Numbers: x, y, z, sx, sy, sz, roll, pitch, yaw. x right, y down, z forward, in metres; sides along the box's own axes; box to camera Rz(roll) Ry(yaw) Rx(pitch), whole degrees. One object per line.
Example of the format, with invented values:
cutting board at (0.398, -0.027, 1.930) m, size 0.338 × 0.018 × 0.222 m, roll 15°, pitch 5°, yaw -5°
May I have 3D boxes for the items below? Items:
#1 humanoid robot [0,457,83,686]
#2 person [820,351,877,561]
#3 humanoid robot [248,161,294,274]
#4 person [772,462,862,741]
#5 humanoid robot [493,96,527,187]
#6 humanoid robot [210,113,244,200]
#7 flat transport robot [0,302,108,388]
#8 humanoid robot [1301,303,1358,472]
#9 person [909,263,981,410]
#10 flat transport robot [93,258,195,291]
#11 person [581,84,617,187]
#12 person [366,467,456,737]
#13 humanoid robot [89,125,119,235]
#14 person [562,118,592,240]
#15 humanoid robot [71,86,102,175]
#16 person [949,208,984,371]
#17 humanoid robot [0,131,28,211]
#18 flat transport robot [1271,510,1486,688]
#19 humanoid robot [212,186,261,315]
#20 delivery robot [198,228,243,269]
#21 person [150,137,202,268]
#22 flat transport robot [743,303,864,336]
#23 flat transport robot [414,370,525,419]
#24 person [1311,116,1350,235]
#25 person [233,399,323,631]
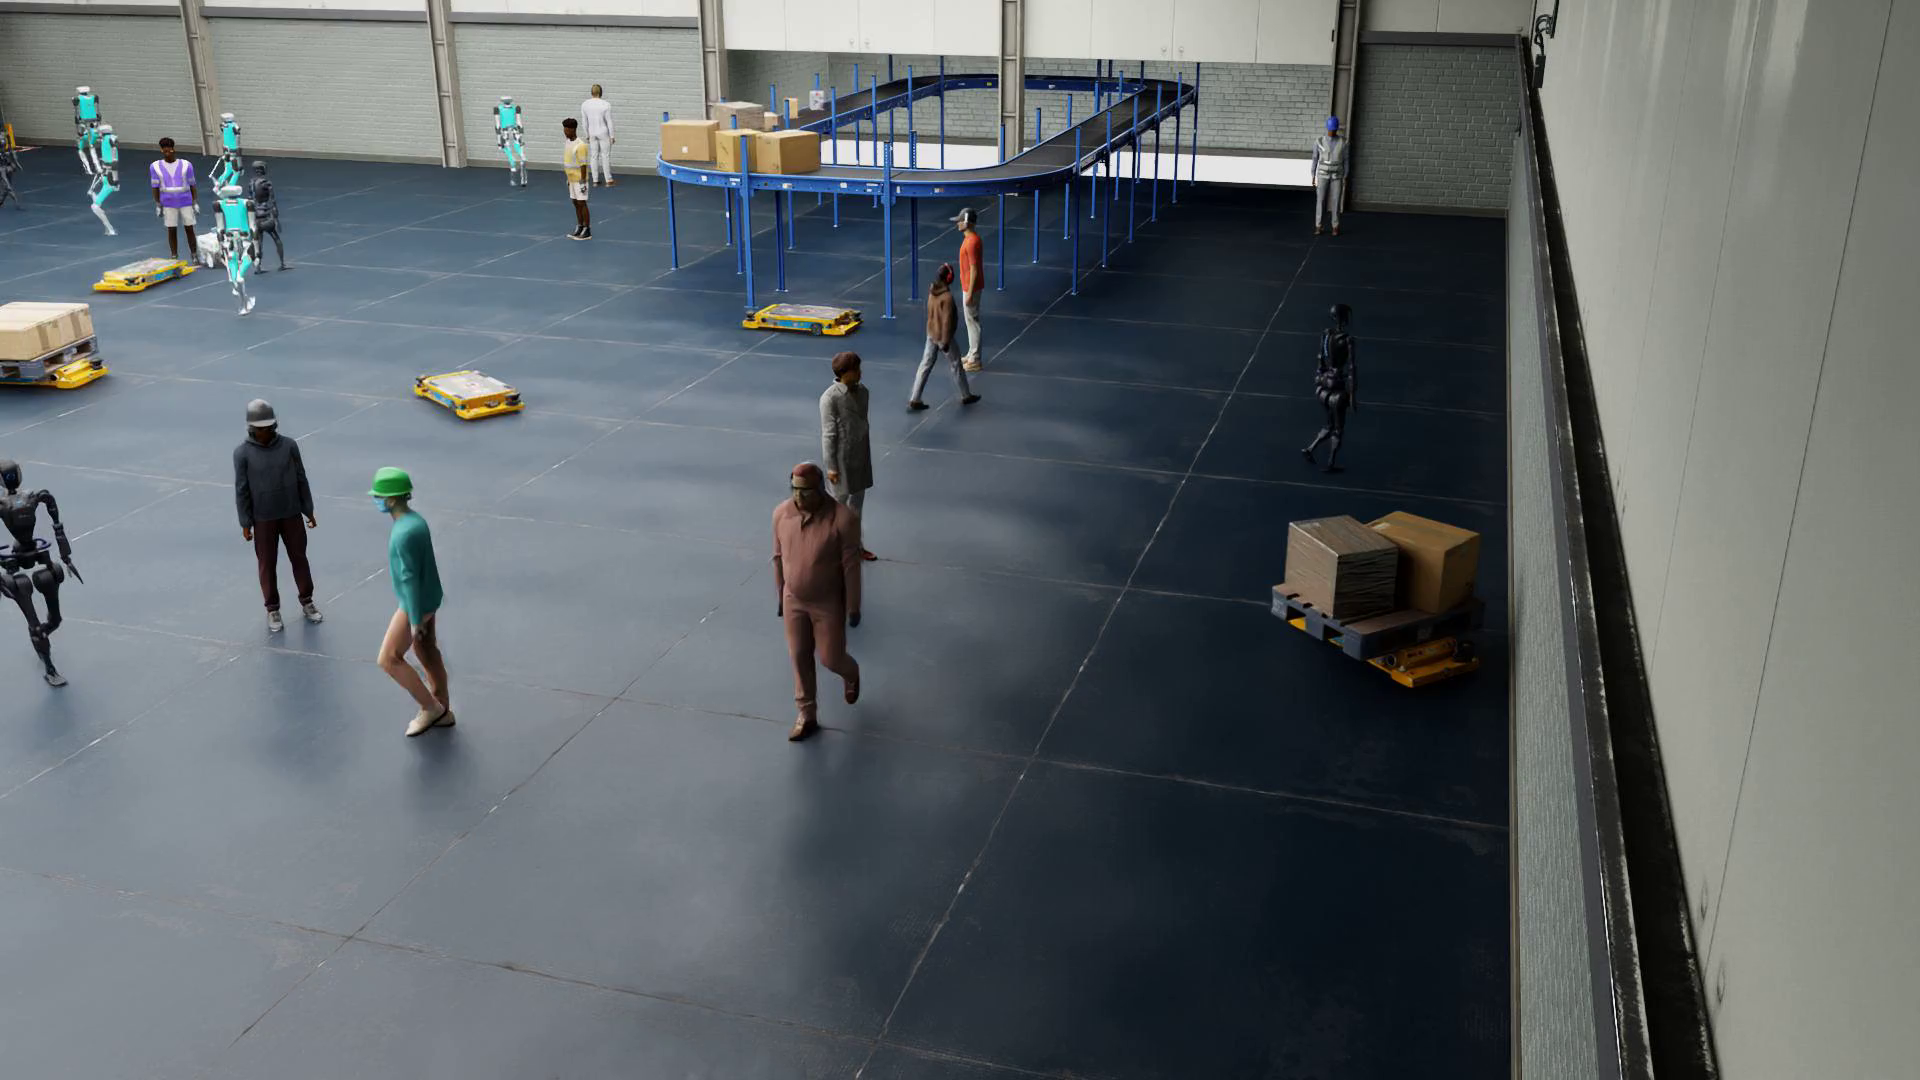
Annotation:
humanoid robot at (-6.613, 0.191, 11.792) m, size 0.734 × 1.652 × 0.600 m, roll 18°, pitch 27°, yaw 38°
person at (-0.916, -0.658, 13.714) m, size 0.365 × 1.832 × 0.514 m, roll 17°, pitch 27°, yaw 37°
humanoid robot at (-10.324, -4.784, 24.647) m, size 0.603 × 1.644 × 0.494 m, roll 12°, pitch 24°, yaw 29°
person at (-0.936, 0.366, 10.970) m, size 0.657 × 1.890 × 0.623 m, roll 8°, pitch 23°, yaw 20°
humanoid robot at (-8.521, -7.560, 31.838) m, size 0.552 × 1.763 × 1.005 m, roll -11°, pitch 24°, yaw -27°
humanoid robot at (-12.840, -6.494, 29.029) m, size 0.542 × 1.835 × 0.666 m, roll 16°, pitch 26°, yaw 36°
flat transport robot at (-10.718, -1.936, 19.200) m, size 1.431 × 0.231 × 0.659 m, roll 2°, pitch 21°, yaw 5°
humanoid robot at (3.587, -1.462, 16.010) m, size 0.387 × 1.641 × 0.612 m, roll -9°, pitch 23°, yaw -21°
person at (-0.194, -2.210, 18.048) m, size 0.892 × 1.599 × 0.450 m, roll -14°, pitch 25°, yaw -33°
flat transport robot at (-11.861, -3.861, 24.192) m, size 0.659 × 0.231 × 1.431 m, roll 3°, pitch 21°, yaw 9°
person at (-6.953, -7.803, 32.098) m, size 0.636 × 1.938 × 0.359 m, roll 5°, pitch 22°, yaw 13°
person at (-3.601, 0.418, 10.878) m, size 0.457 × 1.855 × 0.568 m, roll -4°, pitch 21°, yaw -10°
humanoid robot at (-14.251, -5.920, 27.546) m, size 0.784 × 1.817 × 0.536 m, roll -19°, pitch 28°, yaw -40°
person at (-6.247, -5.882, 27.107) m, size 0.375 × 1.947 × 0.602 m, roll -14°, pitch 25°, yaw -33°
humanoid robot at (-17.587, -8.244, 33.422) m, size 0.703 × 1.726 × 0.544 m, roll 13°, pitch 25°, yaw 31°
person at (0.081, -2.939, 19.520) m, size 0.410 × 1.910 × 0.480 m, roll 0°, pitch 21°, yaw 0°
humanoid robot at (-17.084, -6.711, 29.708) m, size 0.796 × 1.632 × 0.615 m, roll 7°, pitch 22°, yaw 18°
flat transport robot at (3.096, 0.694, 12.379) m, size 0.659 × 0.231 × 1.431 m, roll -12°, pitch 24°, yaw -28°
humanoid robot at (-9.513, -3.730, 21.848) m, size 0.535 × 1.734 × 1.027 m, roll -2°, pitch 21°, yaw -5°
delivery robot at (-11.296, -4.455, 25.314) m, size 0.766 × 0.579 × 0.499 m, roll 20°, pitch 29°, yaw 41°
person at (-11.718, -5.036, 24.885) m, size 0.611 × 1.961 × 0.363 m, roll -10°, pitch 23°, yaw -23°
flat transport robot at (-2.036, -2.868, 21.615) m, size 1.431 × 0.231 × 0.659 m, roll 7°, pitch 22°, yaw 17°
flat transport robot at (-5.437, -1.618, 18.375) m, size 0.659 × 0.231 × 1.431 m, roll -17°, pitch 27°, yaw -37°
person at (6.104, -6.010, 27.458) m, size 0.614 × 1.934 × 0.414 m, roll 2°, pitch 21°, yaw 6°
person at (-5.168, -0.201, 12.567) m, size 0.550 × 1.806 × 0.381 m, roll -14°, pitch 25°, yaw -32°
